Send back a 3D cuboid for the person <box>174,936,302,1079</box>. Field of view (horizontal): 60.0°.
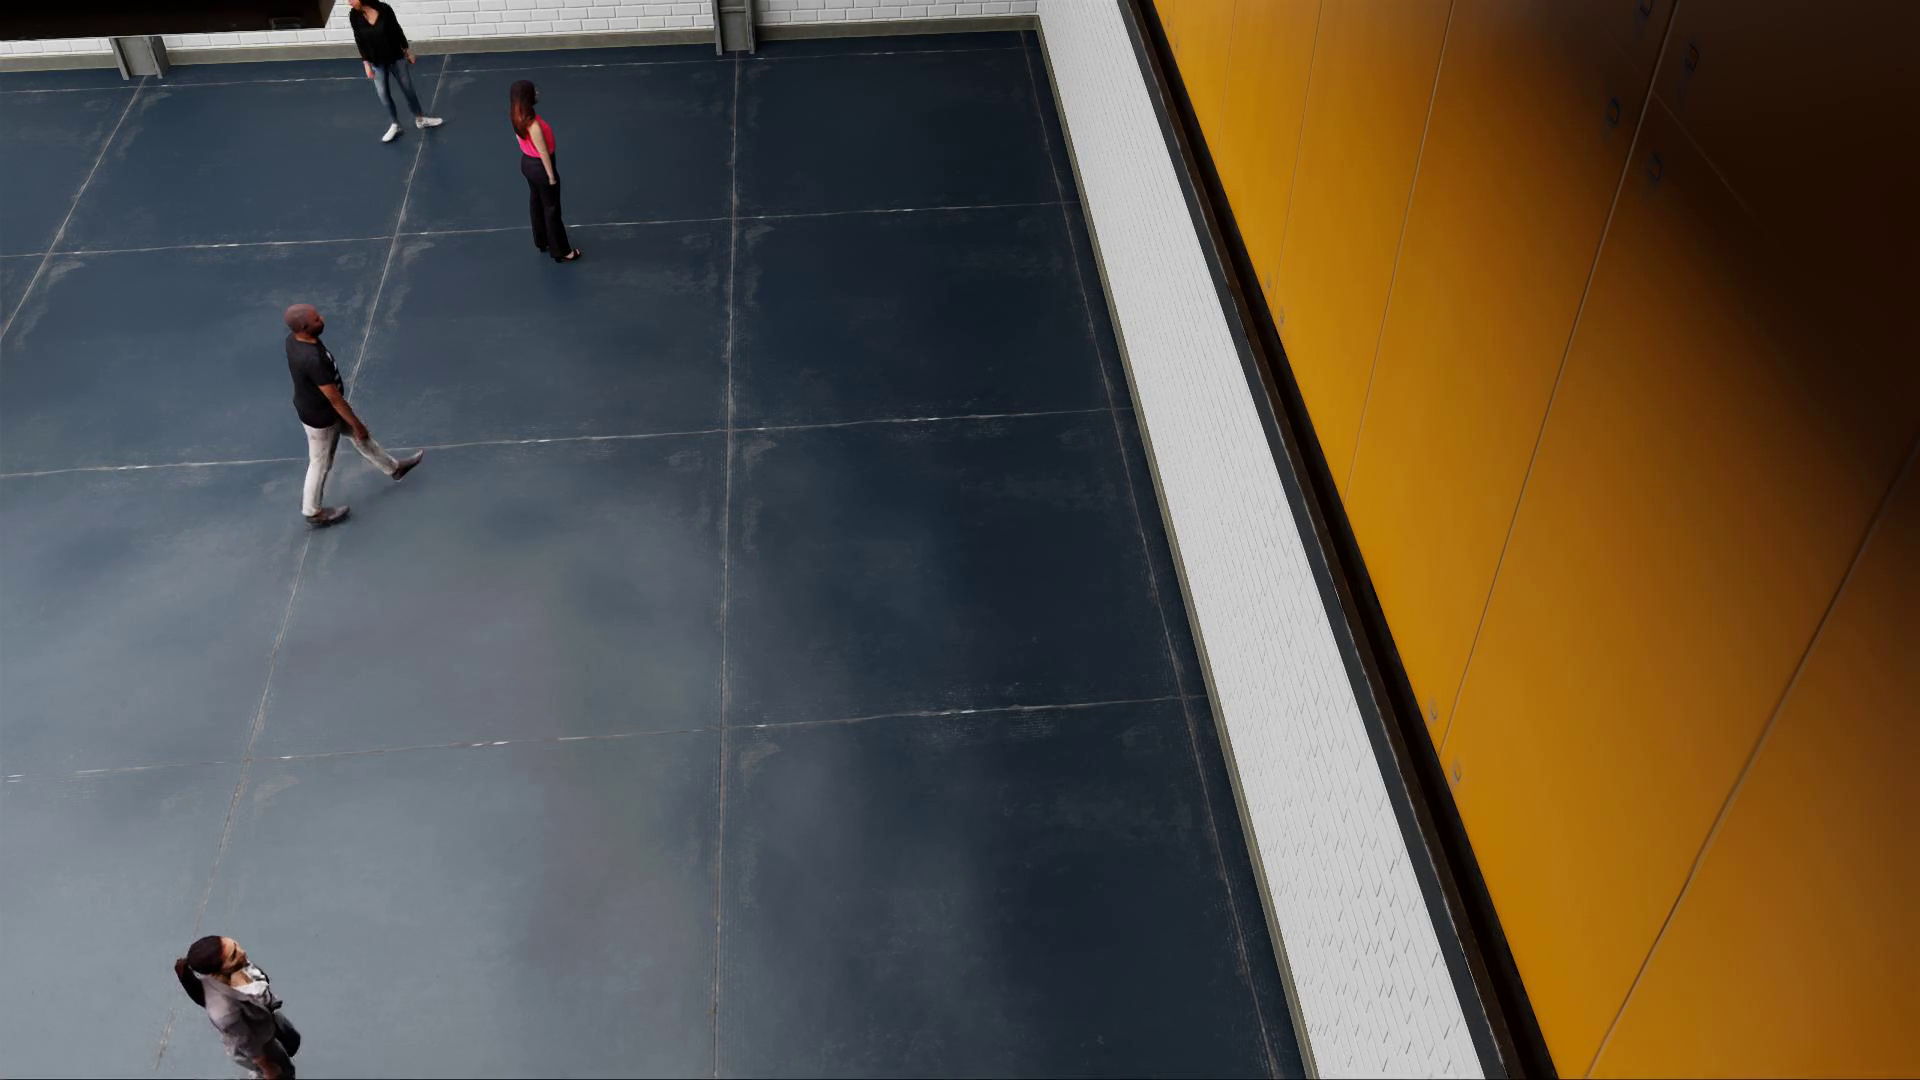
[{"bbox_3d":[-3.550,2.462,8.193,0.797,1.662,0.733,-17,46,-17],"label":"person"}]

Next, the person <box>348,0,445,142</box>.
[{"bbox_3d":[-5.330,-4.536,15.572,0.598,1.618,0.866,-21,47,-20],"label":"person"}]

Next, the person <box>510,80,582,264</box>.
[{"bbox_3d":[-3.545,-3.130,14.066,0.684,1.660,0.658,-30,51,-28],"label":"person"}]

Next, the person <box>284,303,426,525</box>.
[{"bbox_3d":[-4.513,-0.828,11.586,1.292,1.749,1.018,-23,48,-22],"label":"person"}]
